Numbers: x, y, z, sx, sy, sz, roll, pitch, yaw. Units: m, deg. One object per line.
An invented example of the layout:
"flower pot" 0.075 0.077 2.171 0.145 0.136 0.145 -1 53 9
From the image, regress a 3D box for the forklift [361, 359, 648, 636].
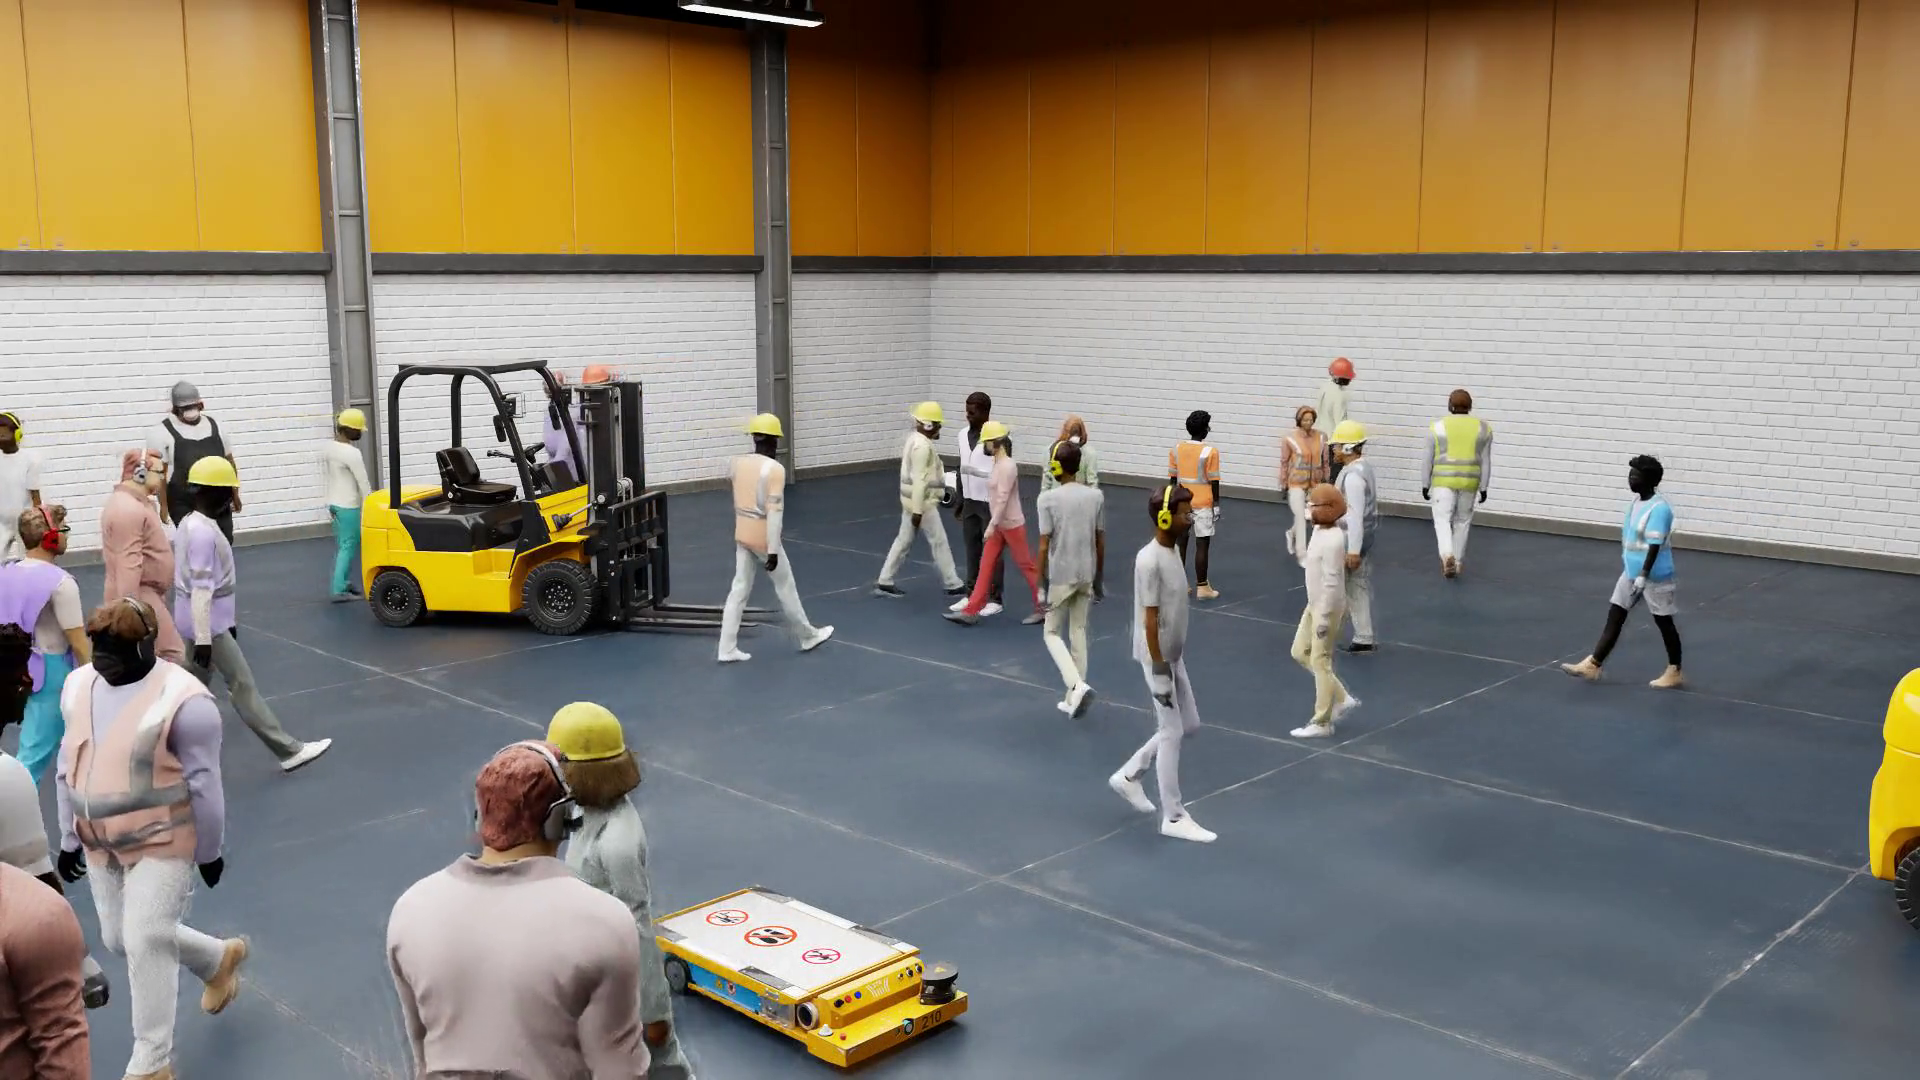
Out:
"forklift" -3.850 -0.407 13.936 2.313 2.155 1.214 2 9 11

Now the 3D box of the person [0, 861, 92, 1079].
"person" -2.300 1.403 3.737 0.643 1.905 0.400 0 9 -2

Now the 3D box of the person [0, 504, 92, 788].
"person" -4.548 0.716 8.294 0.580 1.801 1.004 7 11 36

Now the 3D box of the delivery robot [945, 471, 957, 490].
"delivery robot" 0.146 -0.718 20.574 0.707 0.478 0.477 5 11 28

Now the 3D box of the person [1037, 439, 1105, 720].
"person" 0.752 0.278 10.819 0.531 1.851 0.529 -4 10 -22

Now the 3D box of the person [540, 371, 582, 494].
"person" -4.280 -0.908 18.059 0.985 1.863 0.642 -7 12 -38

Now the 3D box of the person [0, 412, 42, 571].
"person" -7.419 -0.073 12.965 0.544 1.837 0.706 2 9 13

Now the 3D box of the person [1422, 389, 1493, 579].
"person" 4.741 -0.535 15.891 0.637 1.819 0.801 1 9 7

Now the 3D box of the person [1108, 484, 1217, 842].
"person" 1.071 0.628 8.617 0.574 1.858 0.552 4 10 25

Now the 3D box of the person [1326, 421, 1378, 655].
"person" 2.854 -0.005 12.667 0.731 1.800 0.614 3 10 18

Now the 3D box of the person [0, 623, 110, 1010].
"person" -2.782 1.187 4.956 0.633 1.938 0.780 9 13 43

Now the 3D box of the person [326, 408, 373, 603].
"person" -5.376 -0.297 14.697 0.472 1.733 0.544 -8 12 -41

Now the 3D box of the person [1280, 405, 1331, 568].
"person" 3.403 -0.553 16.591 0.509 1.614 0.665 -3 10 -16

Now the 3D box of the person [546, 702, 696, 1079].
"person" -1.078 1.307 4.939 0.879 1.700 0.499 -3 10 -16

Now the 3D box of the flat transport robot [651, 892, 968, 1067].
"flat transport robot" -0.708 1.722 6.767 1.431 0.197 0.652 9 13 43

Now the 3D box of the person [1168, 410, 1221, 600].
"person" 2.107 -0.315 14.894 0.540 1.695 0.317 9 13 43

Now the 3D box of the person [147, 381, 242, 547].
"person" -6.630 -0.410 14.425 0.704 2.000 0.720 9 13 42

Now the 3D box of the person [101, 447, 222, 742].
"person" -4.894 0.372 10.138 0.795 1.870 0.660 -5 11 -29

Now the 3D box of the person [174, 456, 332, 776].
"person" -4.167 0.462 9.553 0.957 1.882 0.605 -5 11 -28

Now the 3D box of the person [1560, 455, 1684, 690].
"person" 4.712 0.236 11.620 0.862 1.645 0.545 -1 9 -6

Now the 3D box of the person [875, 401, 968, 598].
"person" -0.342 -0.350 14.864 0.931 1.786 0.600 -2 9 -11

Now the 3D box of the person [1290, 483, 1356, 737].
"person" 2.273 0.446 10.444 0.362 1.620 0.529 0 9 1

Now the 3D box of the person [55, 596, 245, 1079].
"person" -2.915 1.068 6.059 0.620 1.815 0.748 4 10 22

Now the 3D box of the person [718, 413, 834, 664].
"person" -1.457 -0.019 12.572 0.611 1.860 0.996 9 13 43

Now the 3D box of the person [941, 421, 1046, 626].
"person" 0.336 -0.120 13.684 0.938 1.701 0.524 -3 10 -17

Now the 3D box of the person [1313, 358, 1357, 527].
"person" 4.193 -1.092 18.926 0.443 1.951 0.666 -2 9 -10

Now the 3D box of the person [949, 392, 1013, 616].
"person" 0.194 -0.315 14.237 0.587 1.914 0.390 9 13 43

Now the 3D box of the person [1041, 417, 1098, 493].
"person" 1.007 -0.312 15.139 0.517 1.595 0.780 -1 9 -6

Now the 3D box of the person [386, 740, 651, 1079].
"person" -0.953 1.379 3.943 0.667 1.873 0.800 3 10 16

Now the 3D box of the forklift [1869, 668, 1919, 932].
"forklift" 5.205 0.723 7.013 2.313 2.155 1.214 9 13 43

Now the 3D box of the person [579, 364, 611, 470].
"person" -3.638 -0.848 17.309 0.613 1.993 1.029 8 12 41
